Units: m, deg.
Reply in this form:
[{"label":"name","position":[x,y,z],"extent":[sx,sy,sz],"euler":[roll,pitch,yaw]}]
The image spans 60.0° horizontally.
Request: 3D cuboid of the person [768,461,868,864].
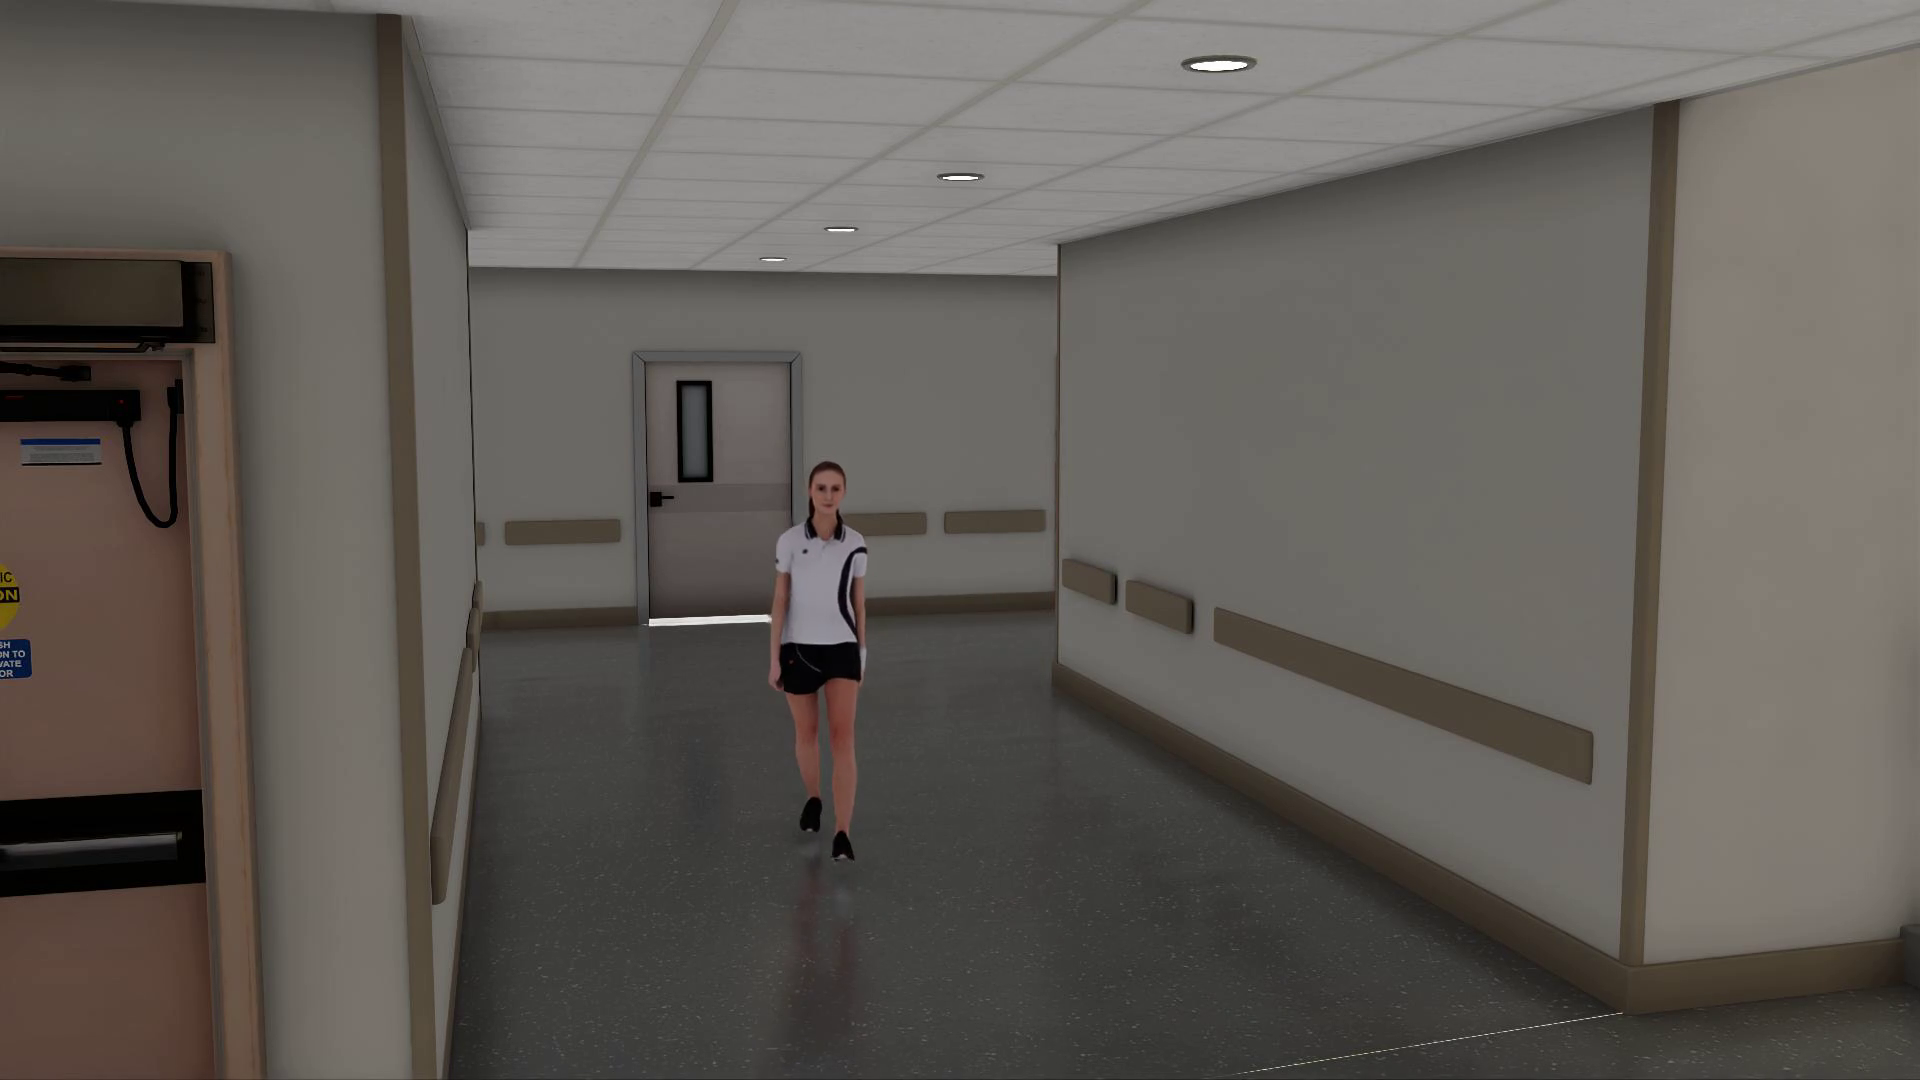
[{"label":"person","position":[-0.631,0.542,7.378],"extent":[1.146,1.701,0.804],"euler":[0,6,-4]}]
